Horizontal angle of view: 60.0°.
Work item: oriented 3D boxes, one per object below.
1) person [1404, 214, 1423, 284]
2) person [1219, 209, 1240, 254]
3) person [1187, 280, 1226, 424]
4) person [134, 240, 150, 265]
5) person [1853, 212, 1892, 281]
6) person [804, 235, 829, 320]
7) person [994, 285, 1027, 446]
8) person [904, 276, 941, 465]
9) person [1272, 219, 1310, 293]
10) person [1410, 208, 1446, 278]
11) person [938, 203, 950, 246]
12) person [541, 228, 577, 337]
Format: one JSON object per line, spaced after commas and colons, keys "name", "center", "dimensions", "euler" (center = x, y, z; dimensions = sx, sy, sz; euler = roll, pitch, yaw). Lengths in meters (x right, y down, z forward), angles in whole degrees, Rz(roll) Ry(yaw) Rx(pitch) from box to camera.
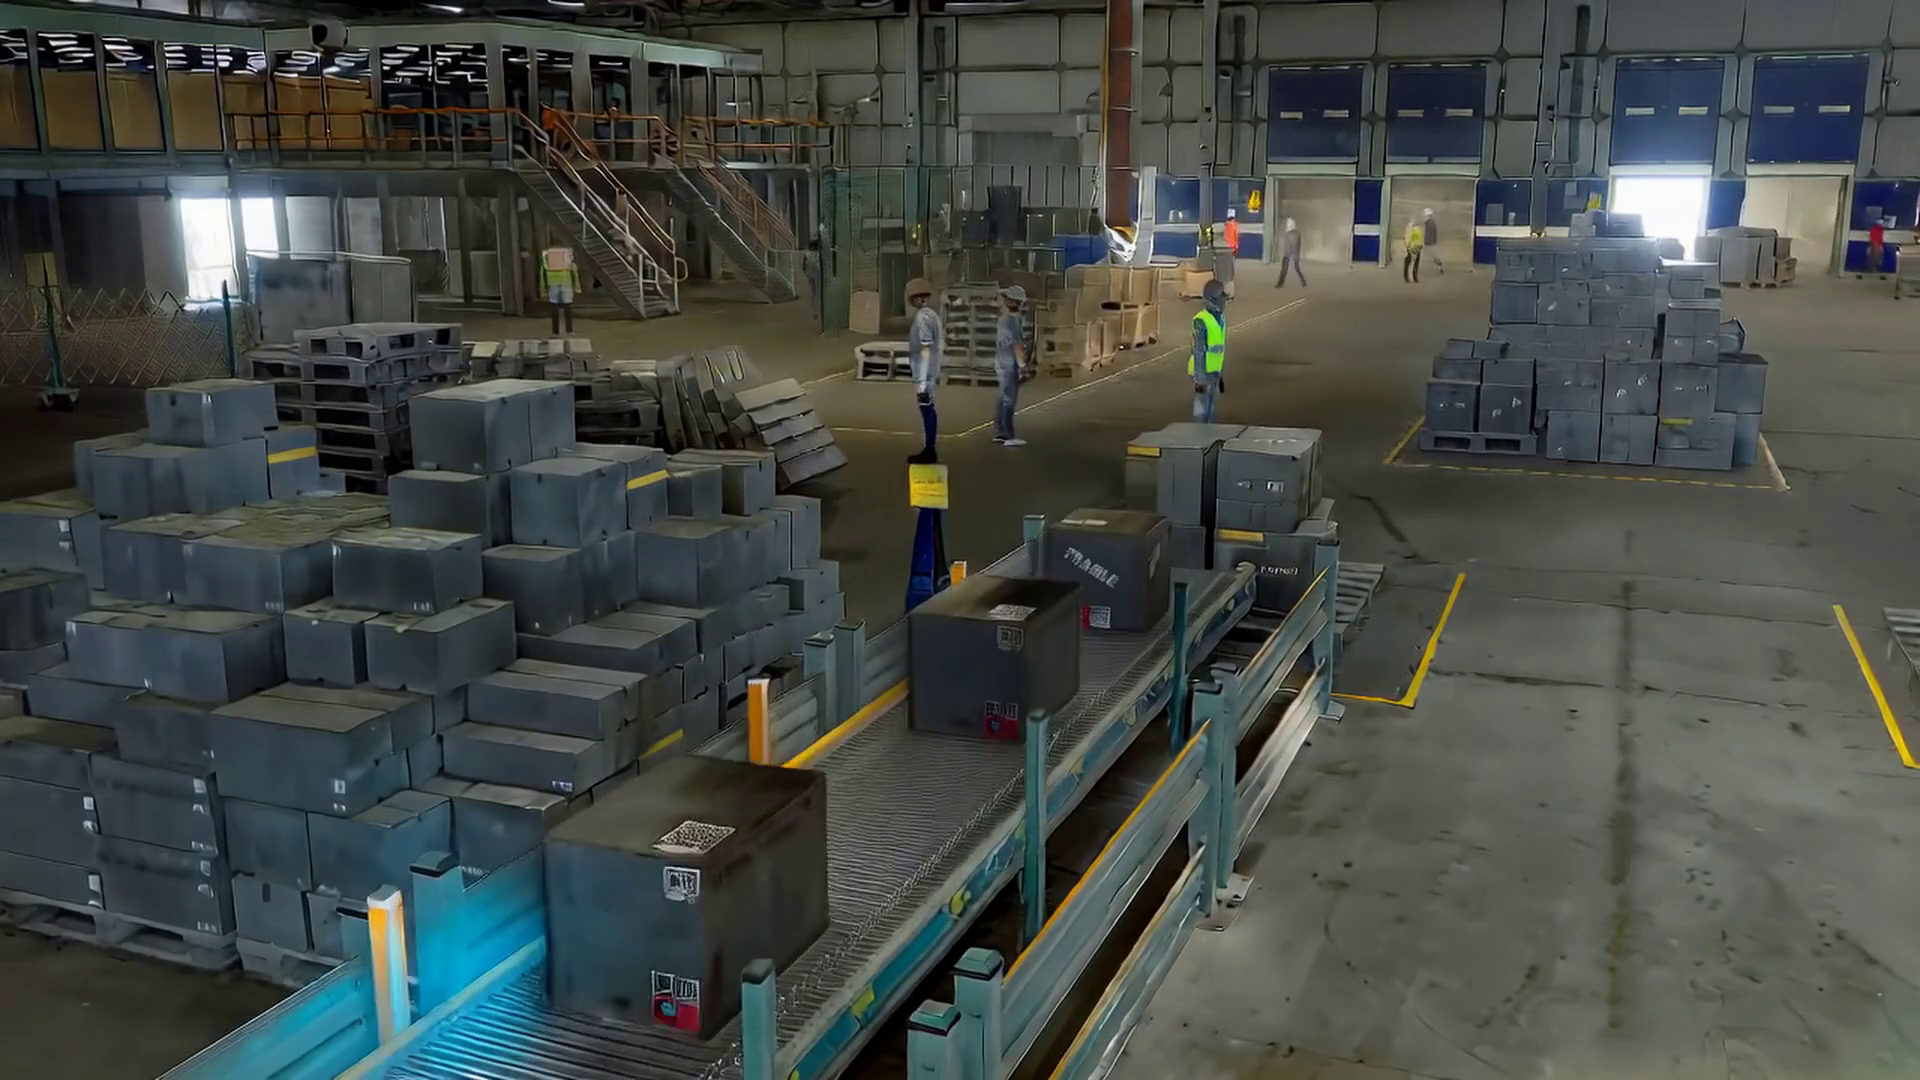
{"name": "person", "center": [12.078, -7.735, 44.236], "dimensions": [0.634, 1.839, 0.429], "euler": [-8, 15, -32]}
{"name": "person", "center": [7.634, -8.476, 47.437], "dimensions": [0.548, 1.899, 0.923], "euler": [-4, 13, -19]}
{"name": "person", "center": [2.506, -1.666, 16.832], "dimensions": [0.390, 1.920, 0.587], "euler": [6, 14, 26]}
{"name": "person", "center": [-23.128, -8.202, 46.818], "dimensions": [0.507, 1.610, 0.694], "euler": [6, 14, 26]}
{"name": "person", "center": [24.854, -7.954, 45.159], "dimensions": [1.017, 1.882, 0.596], "euler": [3, 13, 12]}
{"name": "person", "center": [-2.922, -5.350, 33.839], "dimensions": [0.492, 1.715, 0.820], "euler": [0, 13, -1]}
{"name": "person", "center": [0.569, -1.926, 18.346], "dimensions": [0.329, 1.767, 0.528], "euler": [-4, 13, -18]}
{"name": "person", "center": [-0.387, -1.720, 17.030], "dimensions": [0.378, 1.938, 0.547], "euler": [1, 13, 4]}
{"name": "person", "center": [8.204, -6.996, 41.001], "dimensions": [0.866, 1.805, 0.628], "euler": [8, 15, 31]}
{"name": "person", "center": [13.154, -8.284, 46.446], "dimensions": [0.978, 1.964, 0.636], "euler": [11, 16, 40]}
{"name": "person", "center": [-0.544, -10.087, 54.552], "dimensions": [0.467, 1.936, 0.604], "euler": [4, 13, 19]}
{"name": "person", "center": [-7.278, -4.668, 30.212], "dimensions": [0.603, 1.957, 0.368], "euler": [0, 13, 0]}
